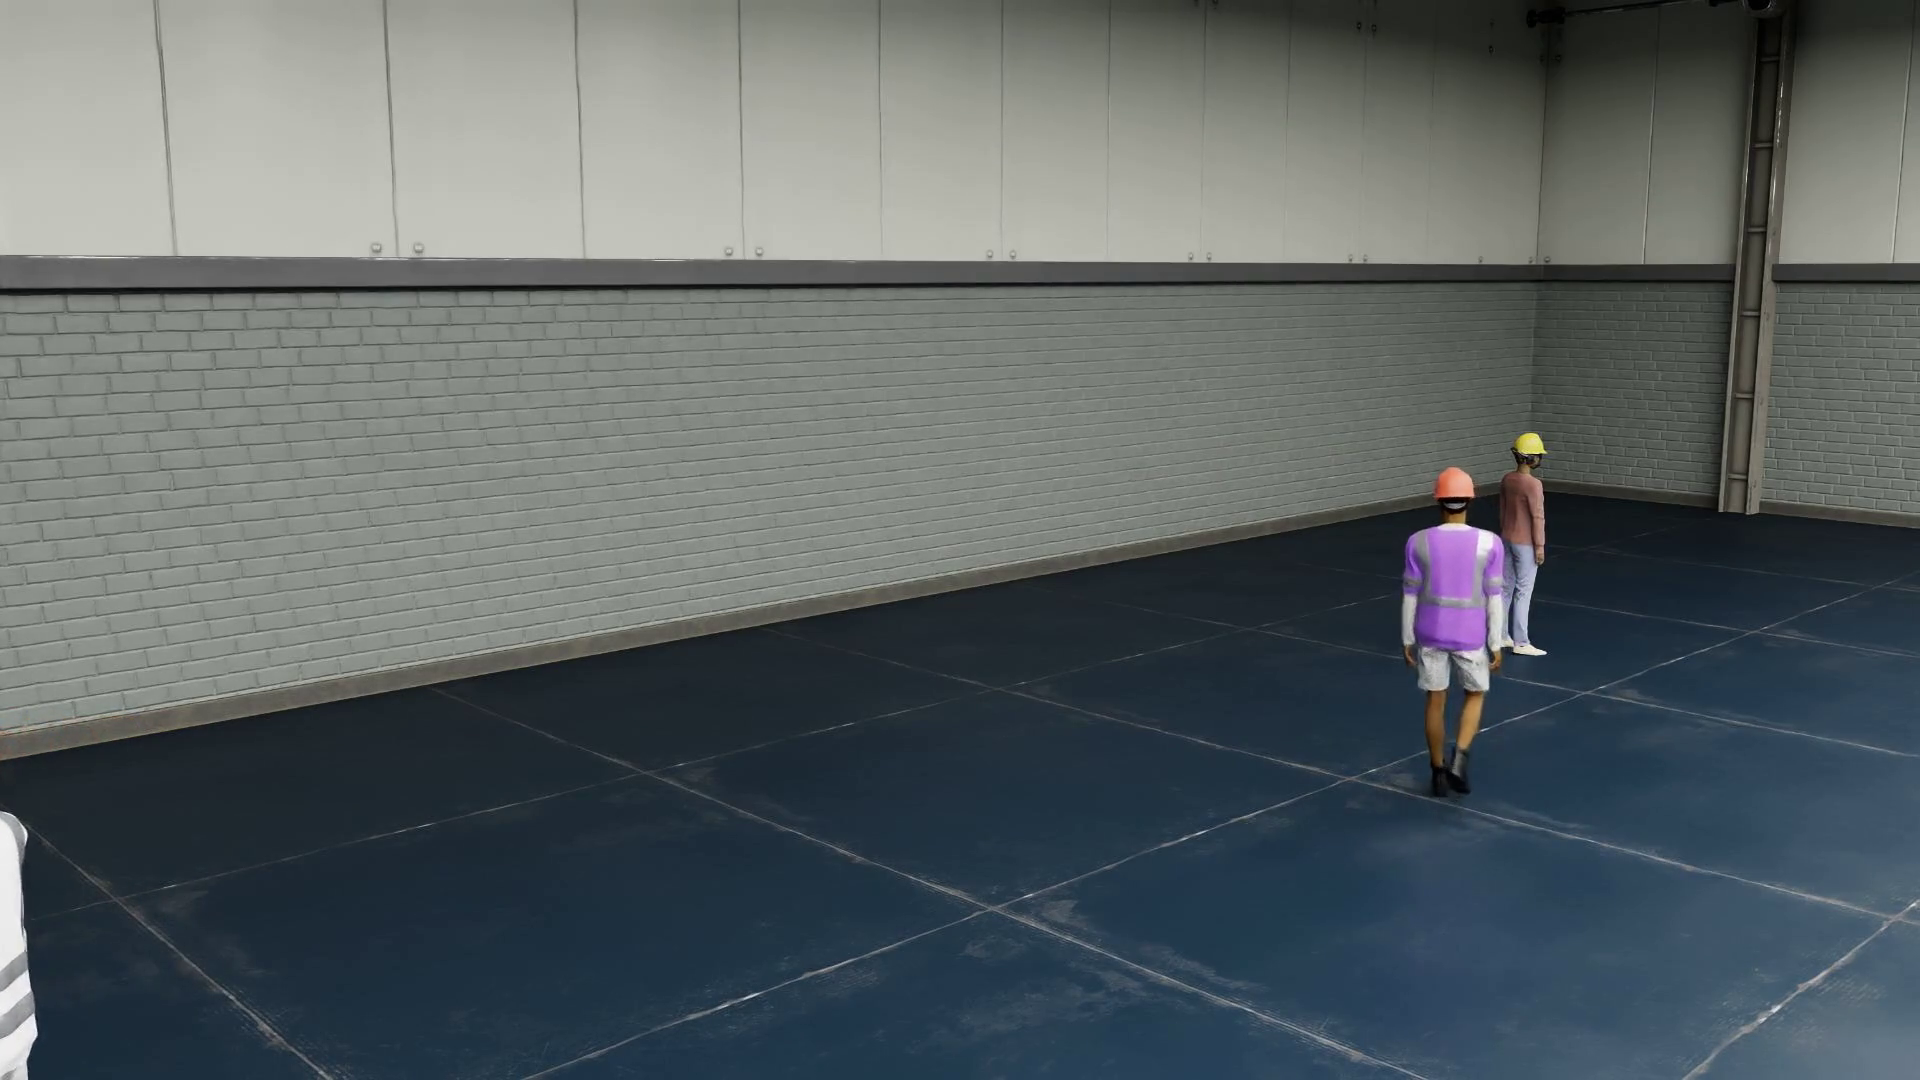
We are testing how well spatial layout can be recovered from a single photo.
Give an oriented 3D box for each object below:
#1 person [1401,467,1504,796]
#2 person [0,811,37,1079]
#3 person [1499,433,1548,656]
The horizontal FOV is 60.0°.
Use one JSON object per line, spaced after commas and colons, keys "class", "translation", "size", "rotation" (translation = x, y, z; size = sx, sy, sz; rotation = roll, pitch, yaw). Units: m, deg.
{"class": "person", "translation": [2.811, 0.544, 9.534], "size": [0.576, 1.926, 0.449], "rotation": [3, 10, 21]}
{"class": "person", "translation": [-2.661, 1.388, 4.440], "size": [0.337, 1.882, 0.584], "rotation": [-1, 9, -4]}
{"class": "person", "translation": [4.473, 0.033, 13.218], "size": [0.313, 1.769, 0.525], "rotation": [-2, 9, -15]}
